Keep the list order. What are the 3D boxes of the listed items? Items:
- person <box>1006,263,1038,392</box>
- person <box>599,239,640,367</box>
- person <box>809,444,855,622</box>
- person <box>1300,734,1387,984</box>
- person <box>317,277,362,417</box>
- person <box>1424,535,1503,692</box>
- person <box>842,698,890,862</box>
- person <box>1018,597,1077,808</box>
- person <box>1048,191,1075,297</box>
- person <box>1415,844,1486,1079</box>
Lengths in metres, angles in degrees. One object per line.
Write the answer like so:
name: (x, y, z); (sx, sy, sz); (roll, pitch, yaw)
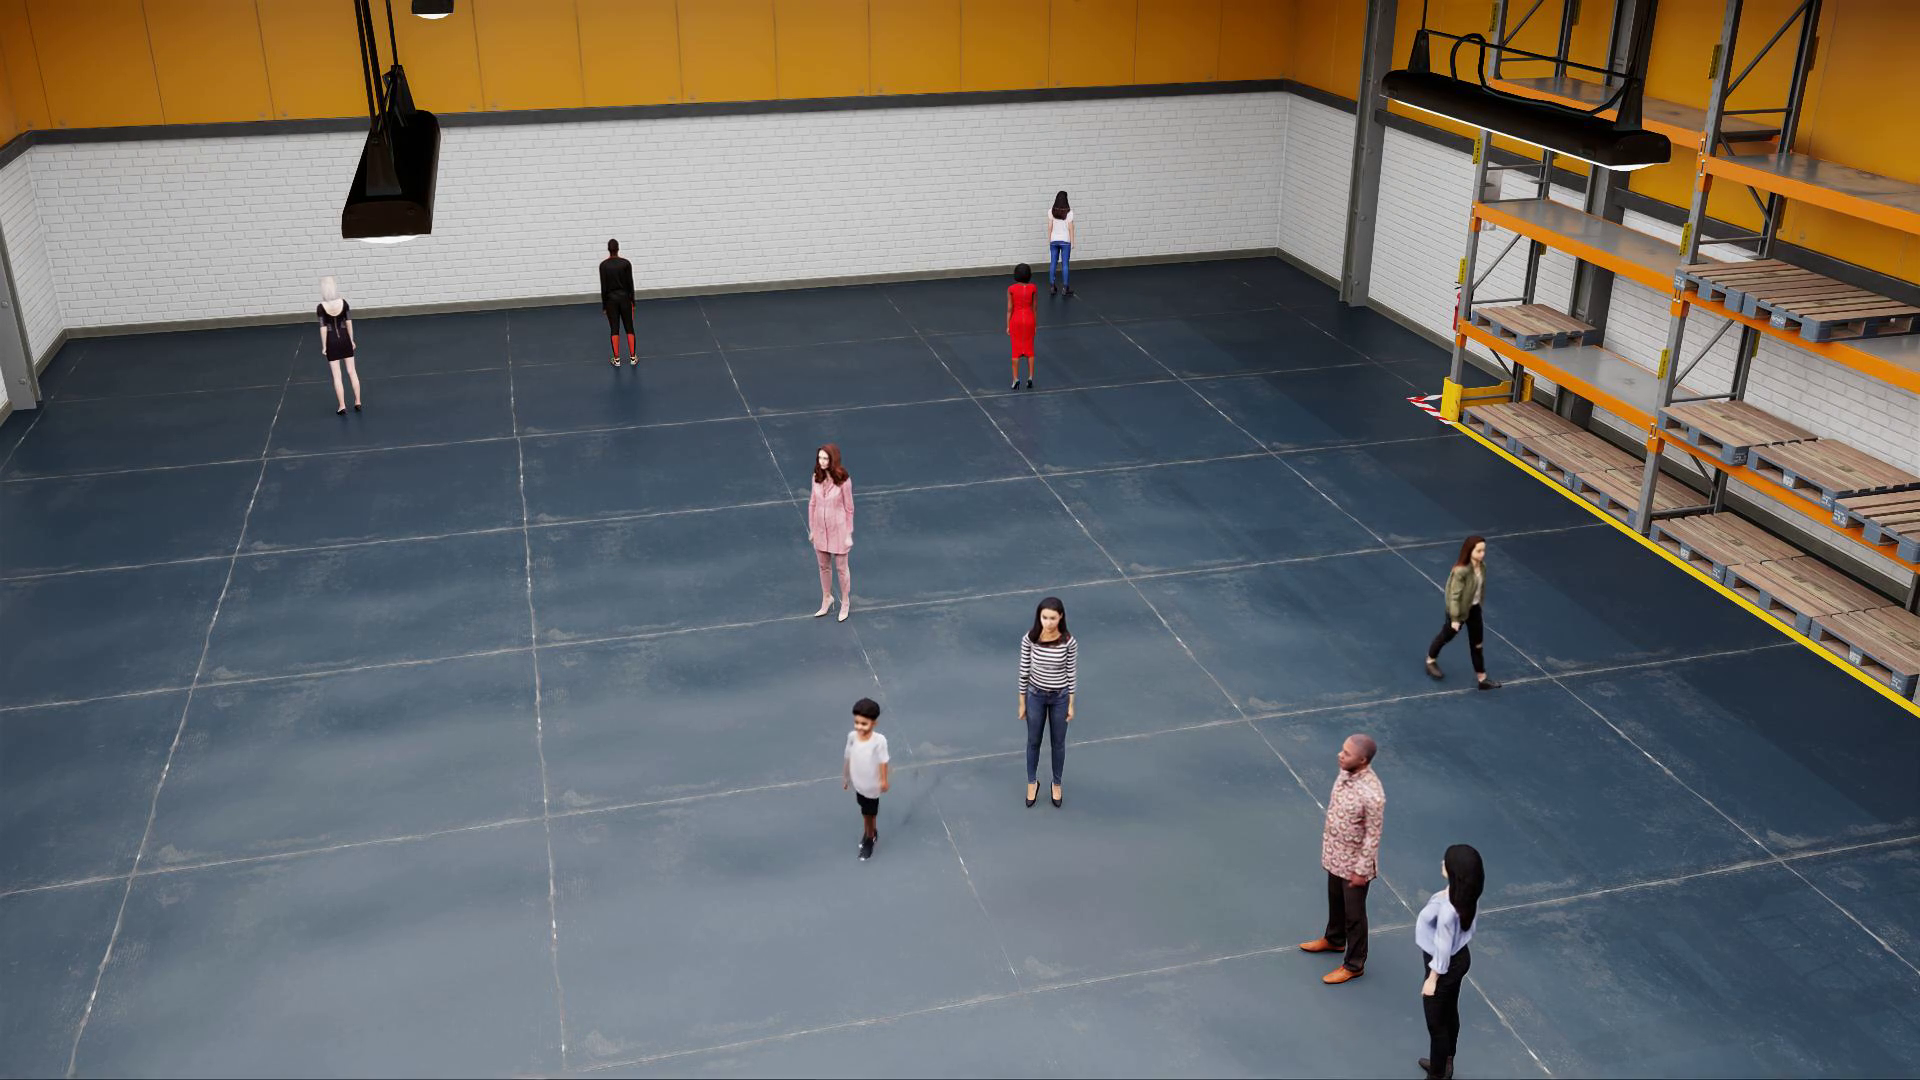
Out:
person: (0.842, -2.882, 22.453); (0.580, 1.743, 0.515); (-4, 24, -9)
person: (-4.819, -3.363, 23.471); (0.614, 1.807, 0.518); (-6, 24, -13)
person: (-1.221, -0.085, 15.981); (0.693, 1.801, 0.732); (11, 26, 23)
person: (2.593, 2.077, 11.026); (0.752, 1.808, 0.517); (-5, 24, -11)
person: (-8.036, -2.519, 21.513); (0.649, 1.829, 0.641); (-19, 30, -37)
person: (4.422, 0.627, 14.813); (0.791, 1.432, 1.065); (-14, 27, -29)
person: (-0.671, 1.735, 12.502); (0.659, 1.252, 0.724); (11, 26, 23)
person: (0.680, 1.259, 12.912); (0.631, 1.797, 0.577); (1, 24, 3)
person: (1.626, -4.796, 26.908); (0.678, 1.680, 0.728); (11, 26, 24)
person: (2.914, 2.575, 9.968); (0.778, 1.744, 0.733); (15, 28, 31)
